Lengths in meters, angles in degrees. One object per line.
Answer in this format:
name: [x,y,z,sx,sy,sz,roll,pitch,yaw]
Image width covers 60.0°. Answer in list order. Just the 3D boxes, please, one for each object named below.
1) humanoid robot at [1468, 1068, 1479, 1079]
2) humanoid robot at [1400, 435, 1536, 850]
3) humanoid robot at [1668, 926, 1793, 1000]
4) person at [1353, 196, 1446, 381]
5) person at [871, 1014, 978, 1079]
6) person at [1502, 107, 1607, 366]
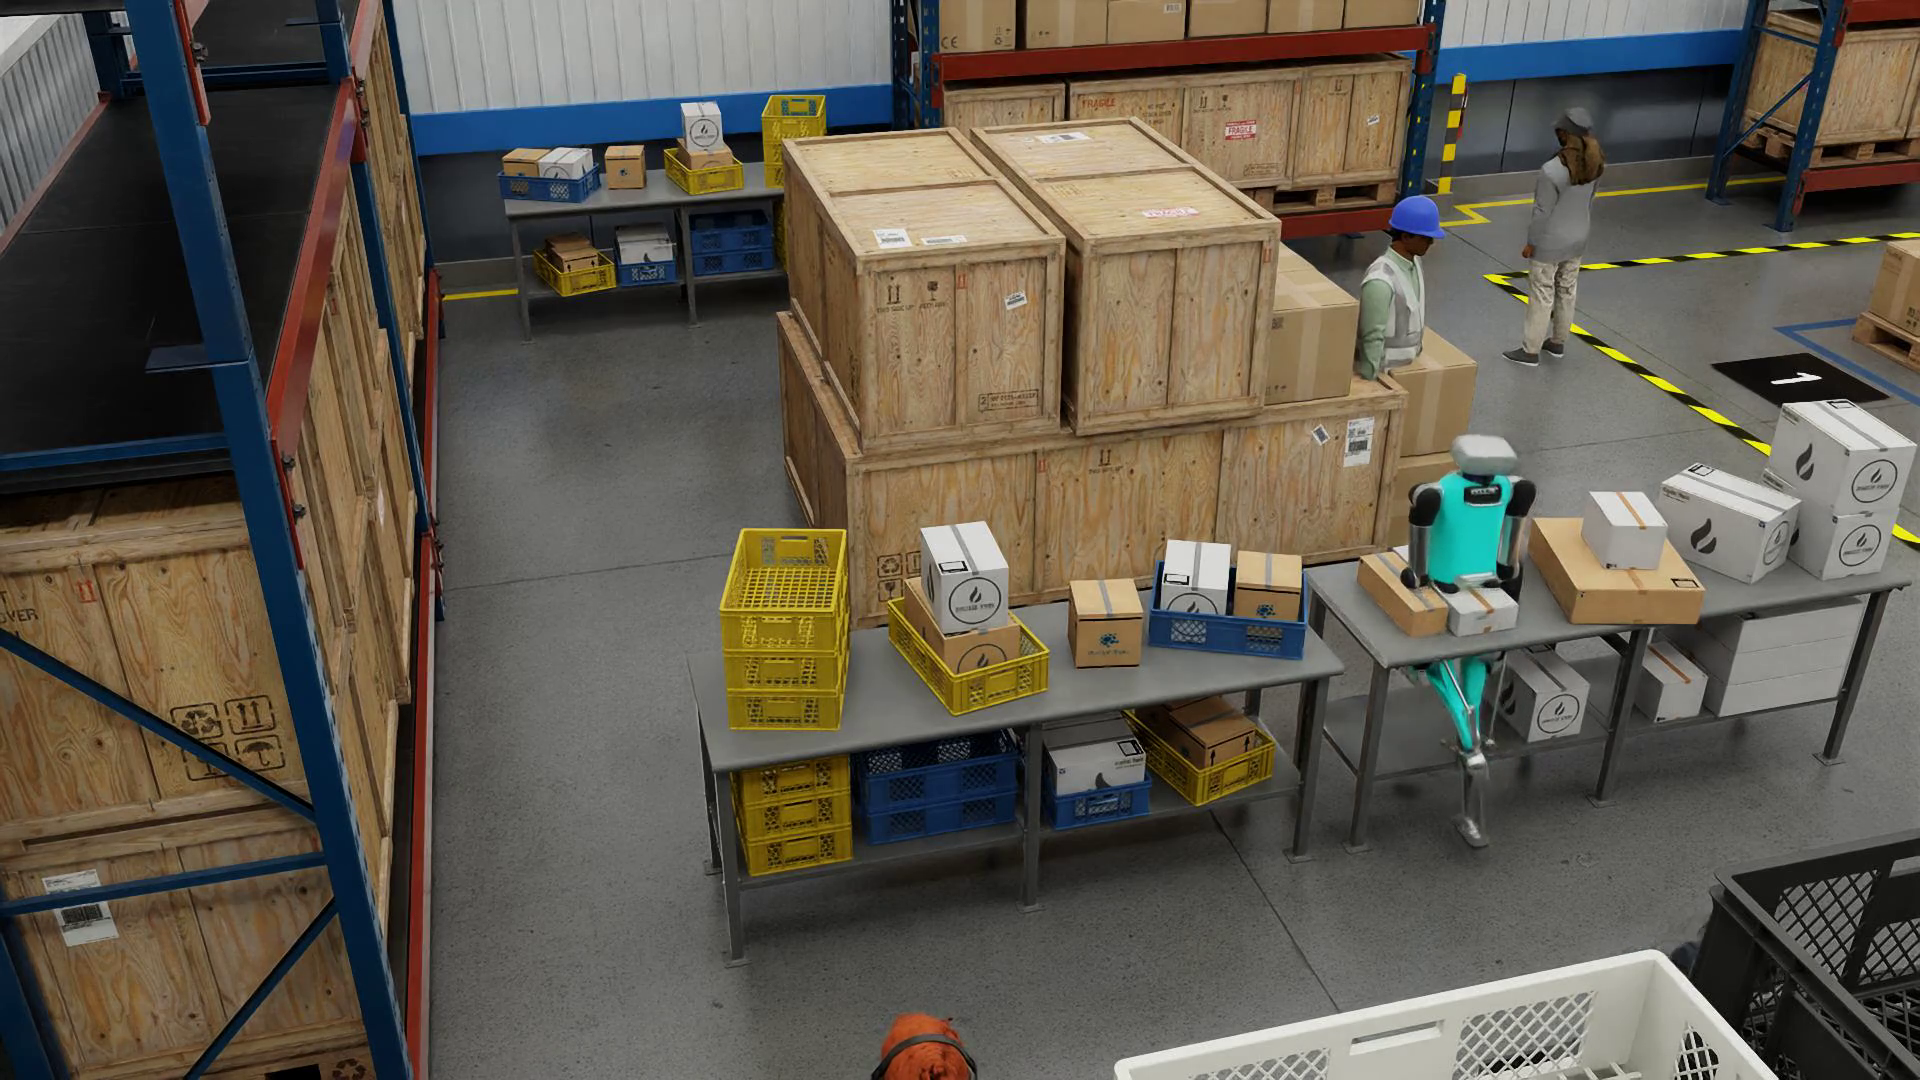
humanoid robot: [1.020,1.881,4.080,0.707,1.705,0.530,19,34,31]
humanoid robot: [2.092,0.470,6.745,0.548,1.722,1.050,-7,30,-13]
humanoid robot: [2.023,1.659,4.673,0.701,1.636,0.615,-1,29,-3]
person: [2.333,-0.935,9.088,0.411,1.939,0.602,18,33,29]
person: [-0.071,1.886,4.020,0.573,1.882,0.355,-8,30,-14]
person: [4.059,-2.043,11.268,0.560,1.769,0.396,-17,33,-28]
